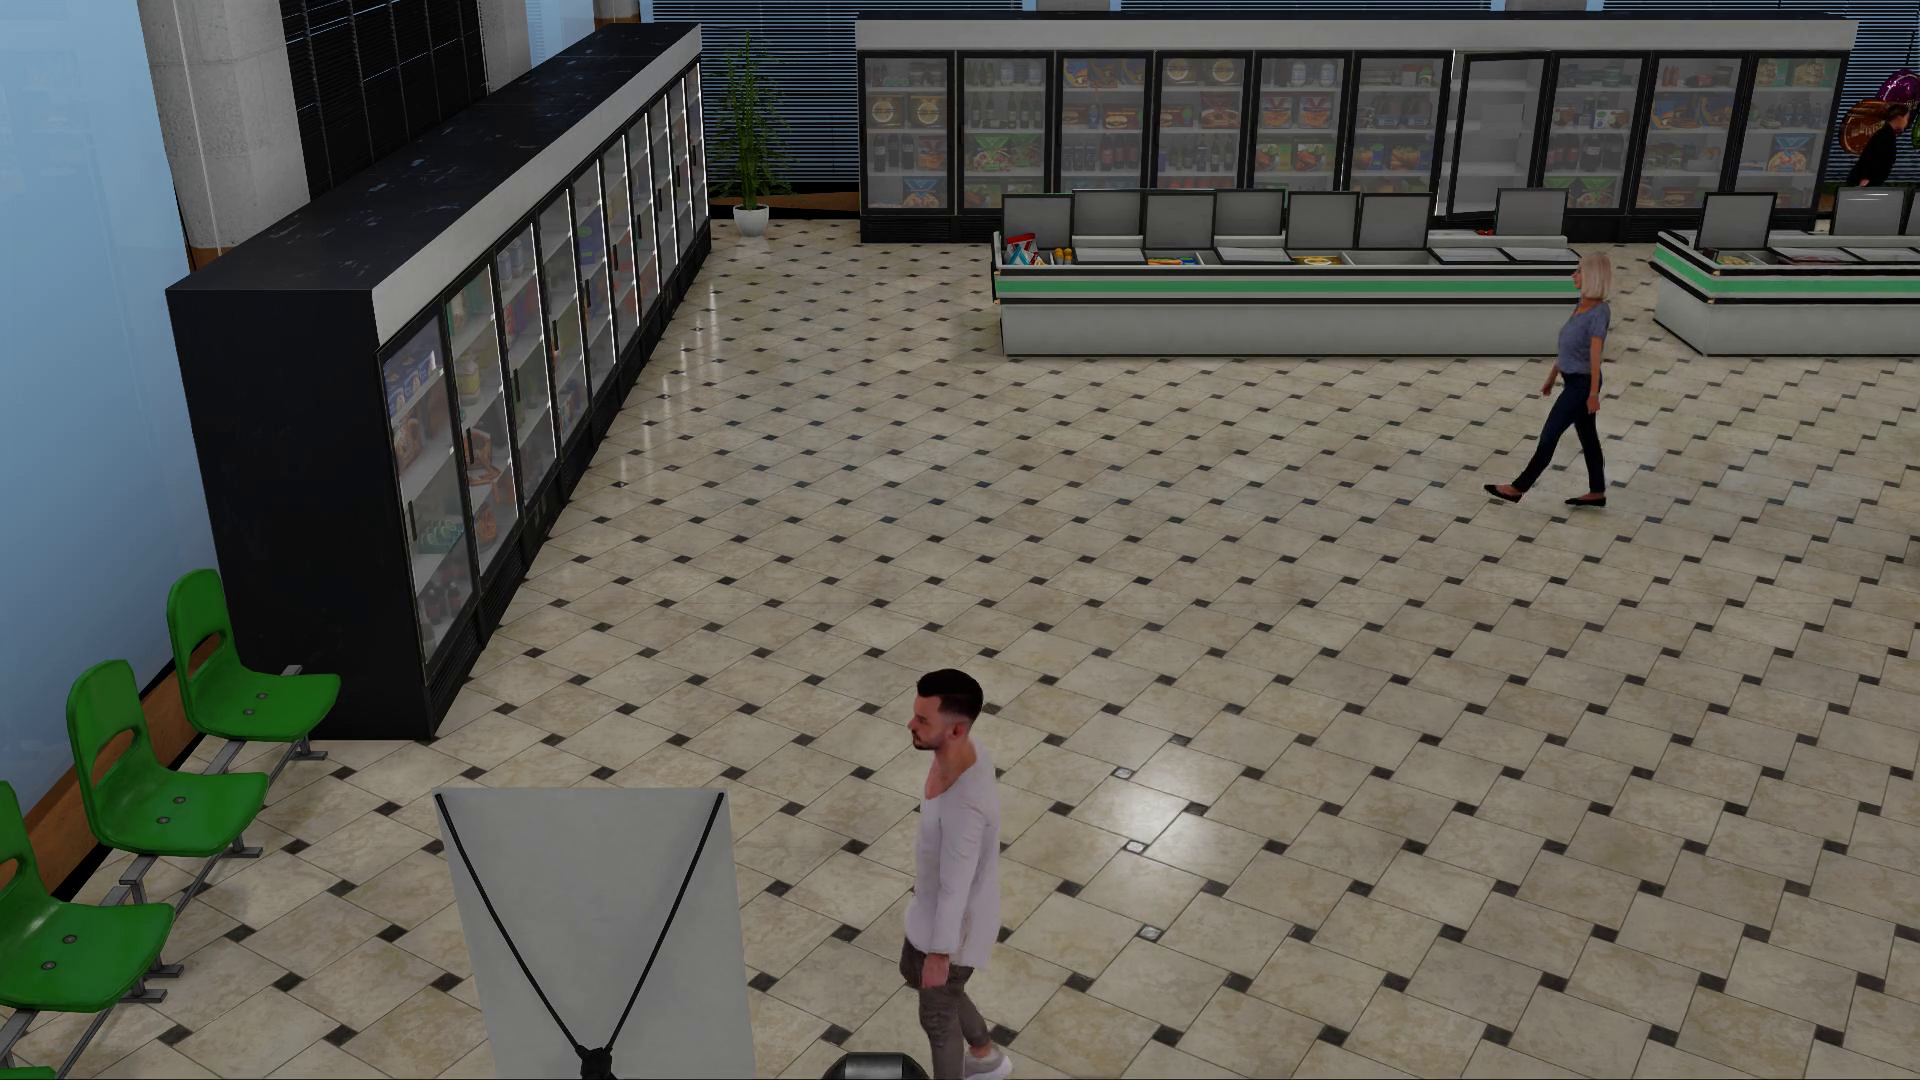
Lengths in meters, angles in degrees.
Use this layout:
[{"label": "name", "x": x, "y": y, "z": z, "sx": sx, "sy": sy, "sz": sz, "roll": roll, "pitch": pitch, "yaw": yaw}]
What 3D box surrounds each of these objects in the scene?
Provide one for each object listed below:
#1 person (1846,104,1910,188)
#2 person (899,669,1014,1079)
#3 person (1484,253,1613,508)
[{"label": "person", "x": 8.751, "y": -3.396, "z": 16.238, "sx": 0.864, "sy": 1.673, "sz": 0.811, "roll": 14, "pitch": 27, "yaw": 28}, {"label": "person", "x": 0.016, "y": 1.211, "z": 5.512, "sx": 0.742, "sy": 1.833, "sz": 0.746, "roll": -3, "pitch": 24, "yaw": -6}, {"label": "person", "x": 4.077, "y": -0.976, "z": 10.691, "sx": 1.067, "sy": 1.687, "sz": 0.730, "roll": 4, "pitch": 24, "yaw": 8}]
